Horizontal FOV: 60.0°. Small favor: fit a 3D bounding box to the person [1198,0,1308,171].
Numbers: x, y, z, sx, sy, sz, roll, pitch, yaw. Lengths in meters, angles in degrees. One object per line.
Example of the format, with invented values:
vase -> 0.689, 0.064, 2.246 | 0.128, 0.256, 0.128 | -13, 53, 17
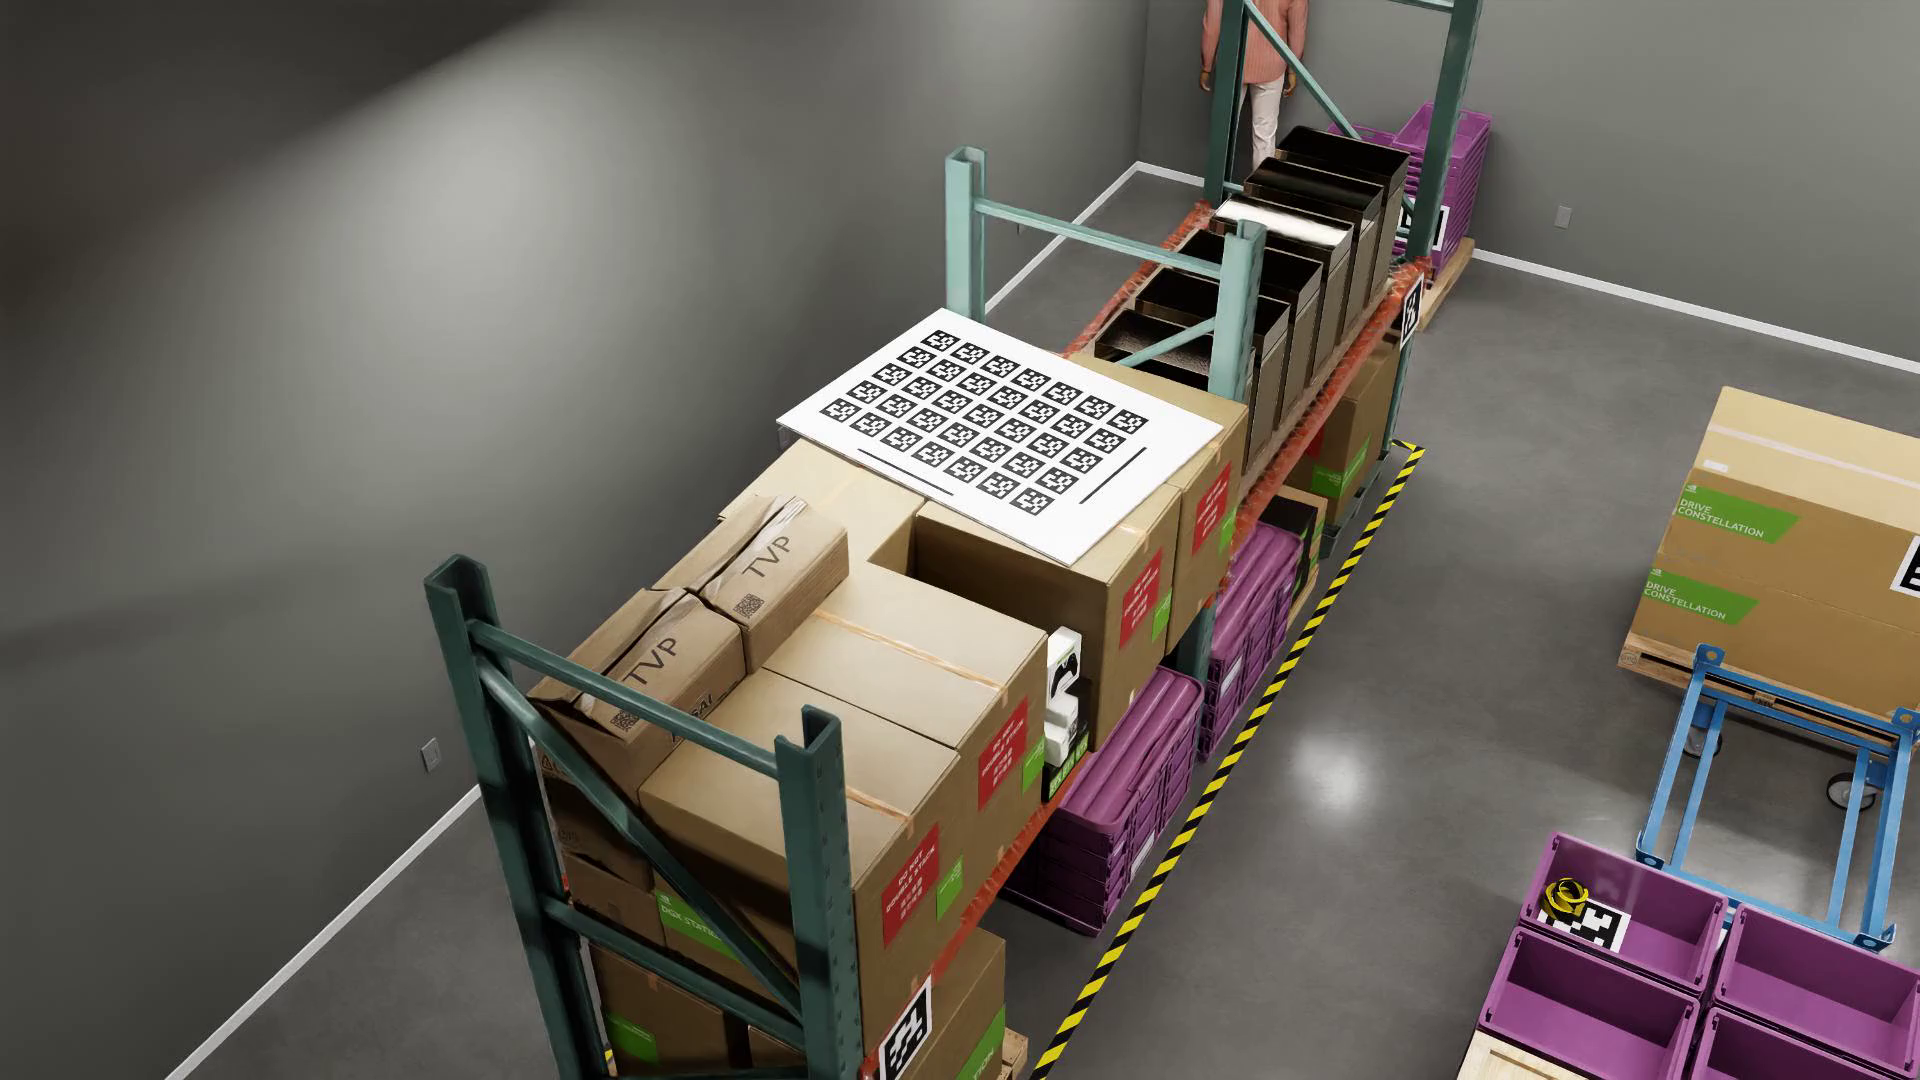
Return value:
person -> 1.730, -2.834, 9.930 | 0.611, 1.996, 0.378 | 4, 40, 5
